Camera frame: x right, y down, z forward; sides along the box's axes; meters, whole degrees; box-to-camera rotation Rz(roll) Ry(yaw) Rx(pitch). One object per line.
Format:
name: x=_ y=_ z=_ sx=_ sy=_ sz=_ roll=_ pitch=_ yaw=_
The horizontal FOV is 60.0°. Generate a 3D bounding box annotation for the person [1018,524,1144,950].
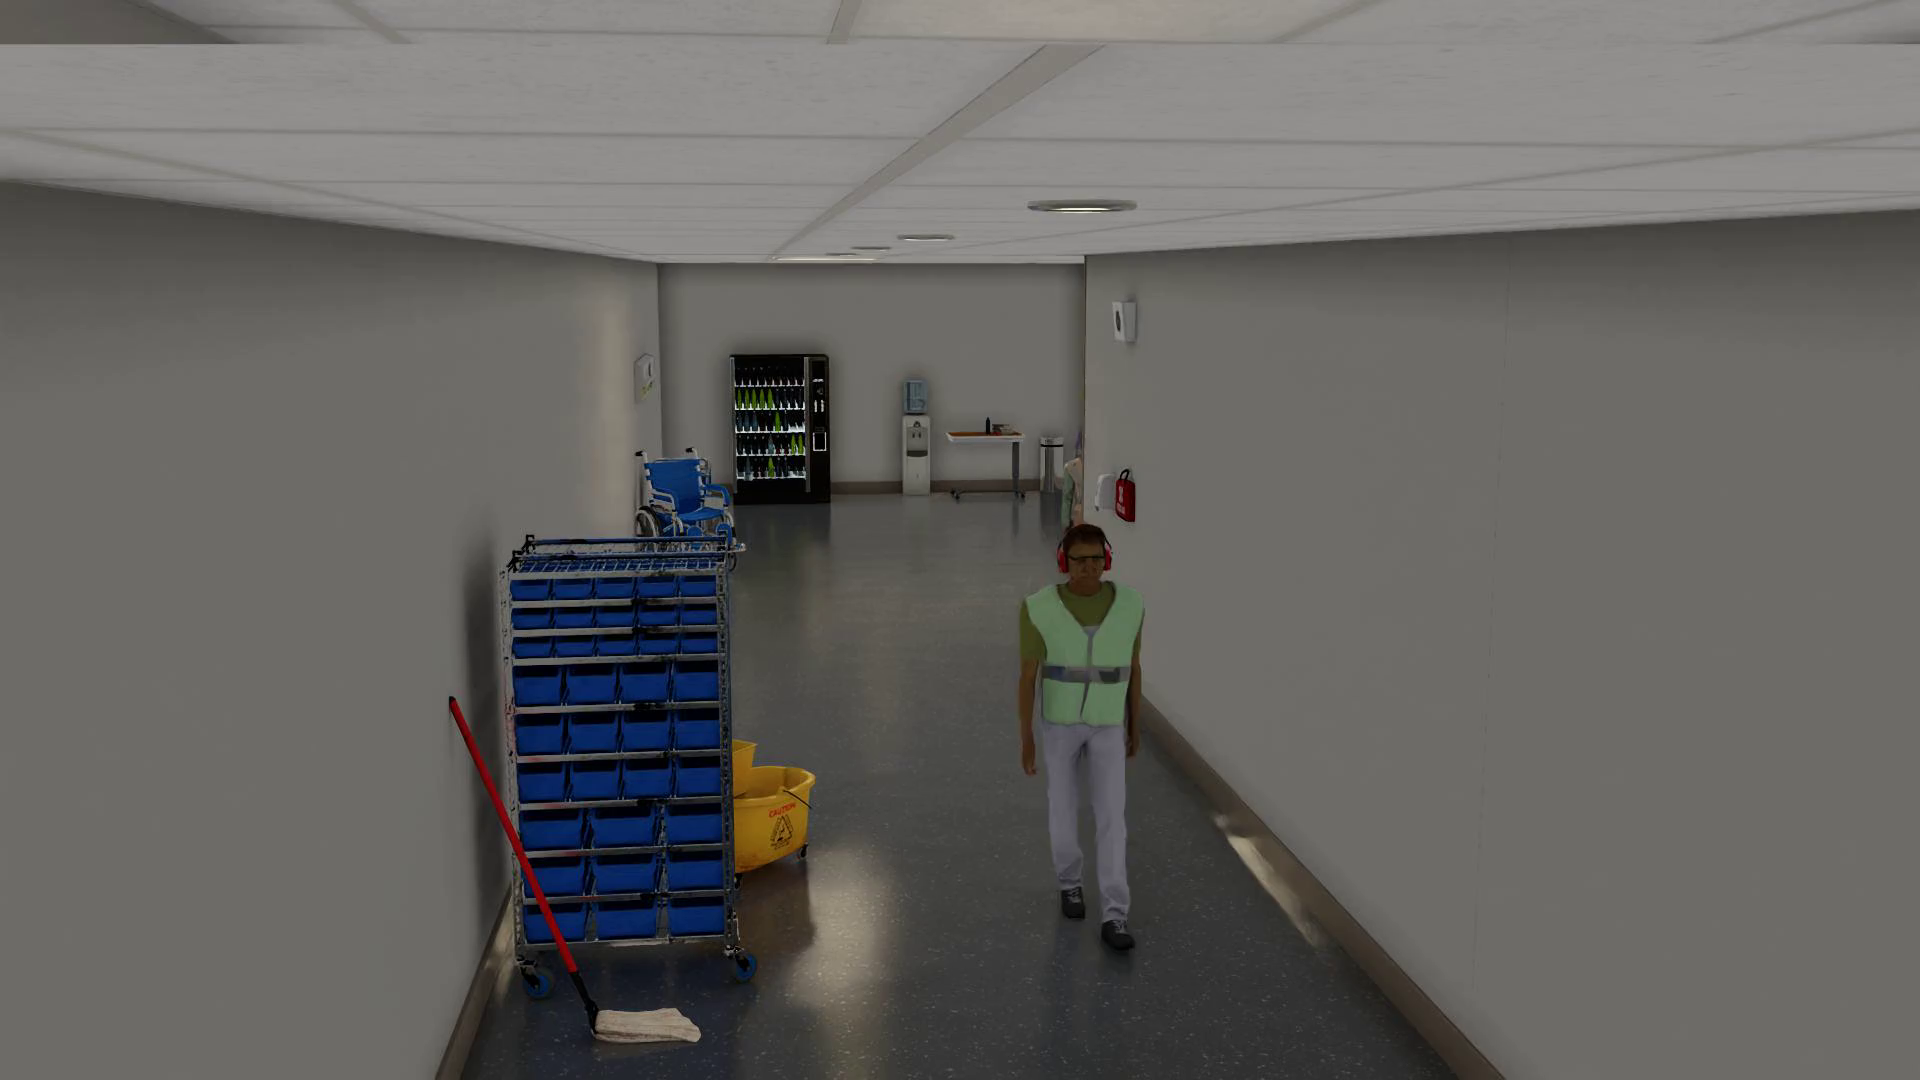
person: x=0.544 y=0.839 z=7.189 sx=0.581 sy=1.804 sz=0.885 roll=-1 pitch=9 yaw=-8
